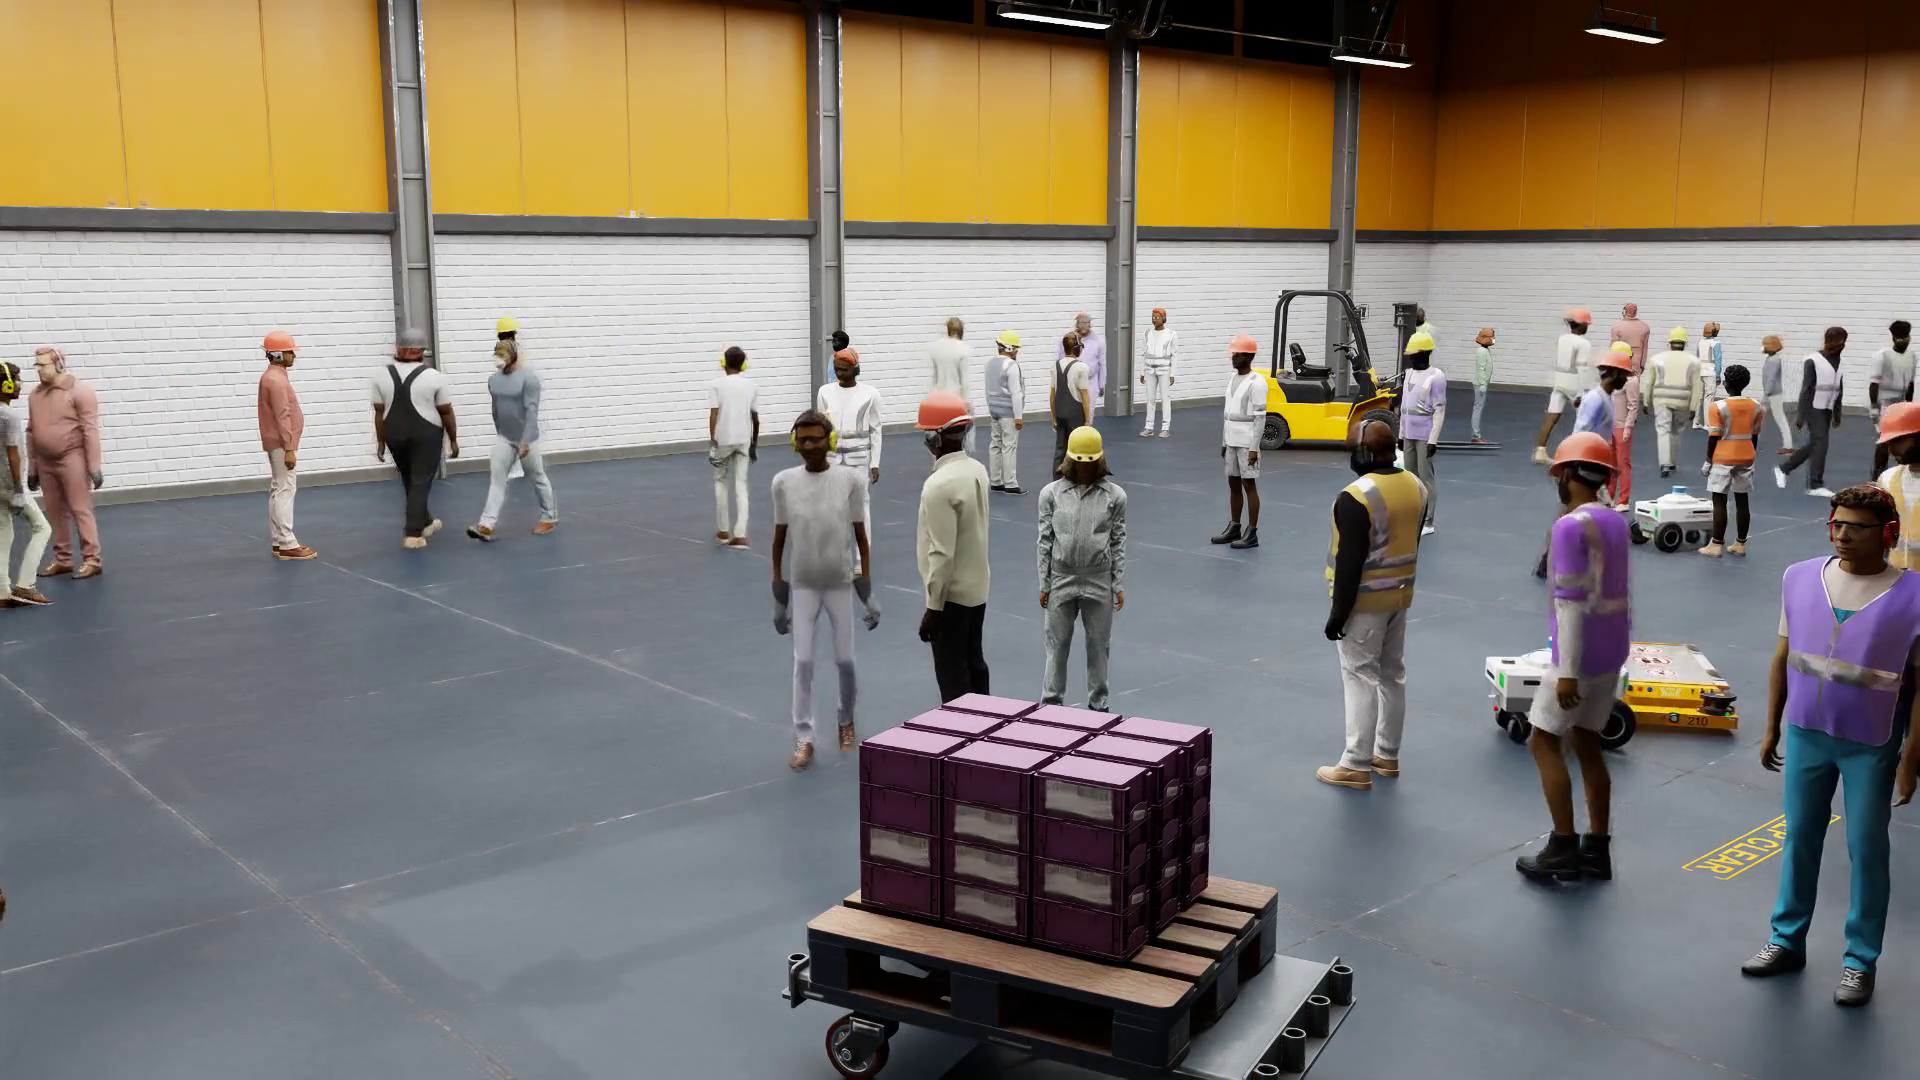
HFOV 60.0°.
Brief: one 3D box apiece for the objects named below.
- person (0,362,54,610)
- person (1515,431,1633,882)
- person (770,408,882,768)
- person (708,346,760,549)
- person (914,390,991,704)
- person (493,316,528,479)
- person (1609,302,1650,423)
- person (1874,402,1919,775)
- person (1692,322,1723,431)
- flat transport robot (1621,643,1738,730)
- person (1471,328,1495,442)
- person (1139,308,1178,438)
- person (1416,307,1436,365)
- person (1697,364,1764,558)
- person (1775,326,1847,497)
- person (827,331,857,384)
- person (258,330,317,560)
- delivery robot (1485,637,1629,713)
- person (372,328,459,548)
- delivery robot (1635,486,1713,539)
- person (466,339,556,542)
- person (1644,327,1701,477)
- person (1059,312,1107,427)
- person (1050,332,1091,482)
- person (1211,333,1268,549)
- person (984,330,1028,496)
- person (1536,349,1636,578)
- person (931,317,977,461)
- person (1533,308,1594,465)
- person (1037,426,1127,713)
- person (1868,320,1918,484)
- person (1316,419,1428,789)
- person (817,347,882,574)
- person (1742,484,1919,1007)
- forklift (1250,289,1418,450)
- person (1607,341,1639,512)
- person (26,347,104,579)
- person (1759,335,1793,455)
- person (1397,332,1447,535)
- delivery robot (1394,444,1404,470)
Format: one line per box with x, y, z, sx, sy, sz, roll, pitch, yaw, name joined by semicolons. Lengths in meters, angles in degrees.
-7.088;-0.398;12.445;0.510;1.853;0.492;5;11;26;person
2.649;0.490;7.109;0.596;1.888;0.511;-9;13;-42;person
-0.704;0.248;8.679;0.578;1.873;0.449;0;10;0;person
-2.076;-0.852;15.206;0.527;1.803;0.858;-4;11;-23;person
-0.048;0.265;8.133;0.391;1.991;0.613;4;10;21;person
-5.316;-1.687;19.759;0.387;1.925;0.622;-1;10;-7;person
10.523;-2.790;26.270;0.648;1.907;0.409;-2;10;-9;person
4.843;0.255;8.500;0.809;1.889;0.597;-4;11;-23;person
11.328;-2.473;25.187;0.310;1.642;0.514;-3;10;-14;person
4.121;0.827;9.874;0.652;0.197;1.431;2;10;14;flat transport robot
7.344;-2.156;23.353;0.281;1.634;0.498;4;10;22;person
2.886;-2.432;24.242;0.574;1.883;0.353;6;11;32;person
7.516;-2.881;27.089;0.605;1.819;0.635;-6;11;-30;person
6.744;-0.685;14.560;0.533;1.697;0.318;-2;10;-14;person
9.495;-1.449;18.522;0.630;1.879;0.827;-6;11;-30;person
-1.508;-1.810;21.143;0.318;1.697;0.535;-8;13;-40;person
-5.892;-0.824;14.498;0.381;1.994;0.622;-6;11;-30;person
3.254;0.771;9.093;0.707;0.478;0.477;1;10;4;delivery robot
-4.965;-0.973;15.239;0.701;2.000;1.035;1;10;8;person
6.490;-0.245;15.042;0.707;0.478;0.477;-3;10;-14;delivery robot
-4.164;-0.924;15.456;0.634;1.872;1.064;5;11;25;person
8.548;-1.657;19.988;0.605;1.791;0.913;3;10;18;person
1.648;-2.126;22.403;0.668;1.892;0.485;0;10;3;person
1.170;-1.264;17.509;0.506;1.847;0.346;9;13;43;person
2.541;-0.894;15.063;0.352;1.942;0.545;-5;11;-25;person
0.519;-1.402;18.389;0.403;1.822;0.588;-6;11;-32;person
5.096;-0.586;13.401;0.831;1.883;0.561;4;10;21;person
-0.015;-1.694;19.819;0.653;1.909;0.796;9;13;41;person
7.711;-1.930;21.003;1.048;1.991;0.624;-4;11;-24;person
0.656;0.247;8.988;0.484;1.737;0.305;0;10;1;person
10.571;-1.522;18.844;0.630;1.919;0.698;-4;11;-23;person
2.031;0.317;8.284;0.622;1.838;0.429;-9;13;-42;person
-0.935;-0.653;13.813;0.573;1.887;0.355;3;10;15;person
3.161;0.713;5.933;0.389;1.847;0.567;-8;12;-38;person
5.034;-2.339;22.783;2.313;2.155;1.214;3;10;16;forklift
6.770;-1.164;17.164;0.313;1.767;0.523;-2;10;-12;person
-7.363;-0.634;13.659;0.689;1.905;0.403;3;10;17;person
10.703;-1.922;22.103;0.854;1.585;0.520;2;10;14;person
4.345;-1.006;15.758;0.364;1.928;0.586;-4;10;-20;person
4.814;-0.829;18.463;0.477;0.478;0.707;-3;10;-17;delivery robot
